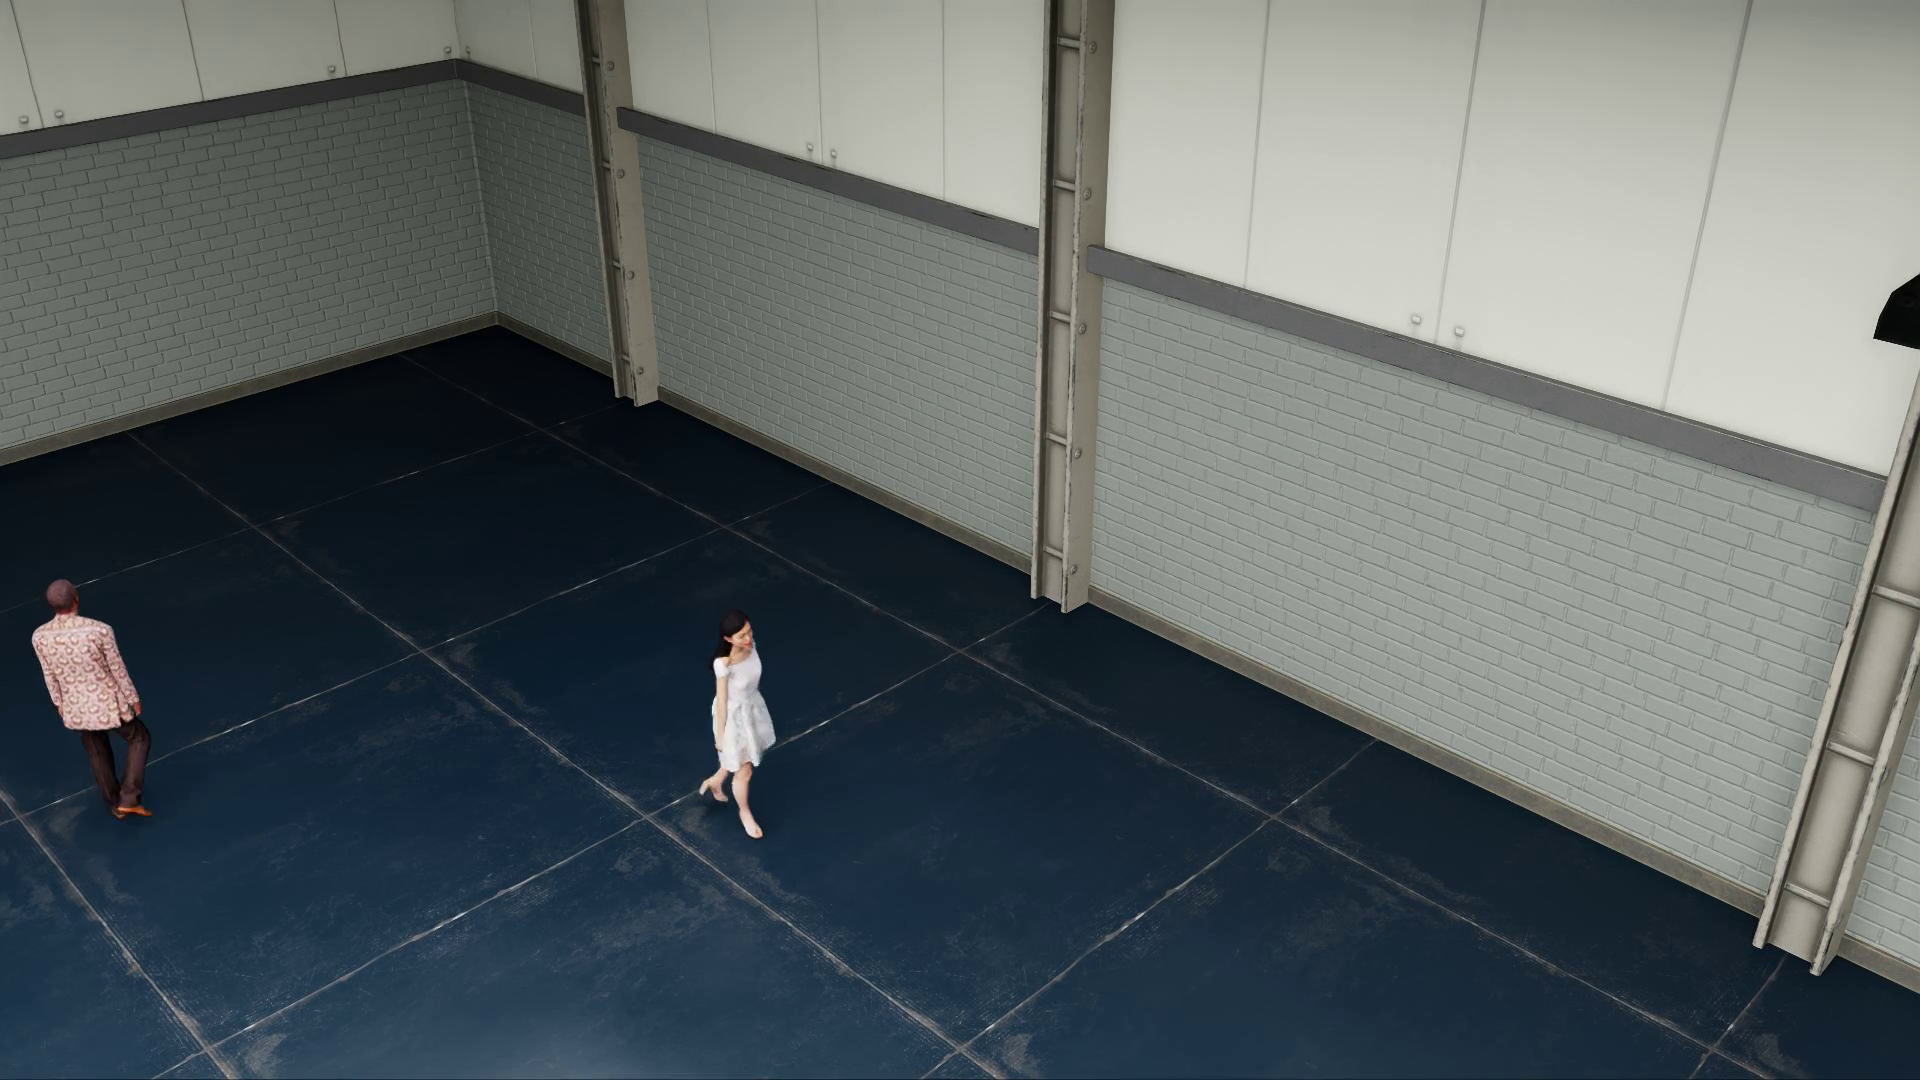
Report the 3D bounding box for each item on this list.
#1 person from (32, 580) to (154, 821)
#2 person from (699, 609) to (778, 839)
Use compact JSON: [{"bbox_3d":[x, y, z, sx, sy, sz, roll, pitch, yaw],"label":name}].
[{"bbox_3d":[-5.610,1.103,10.773,0.905,1.796,0.961,-2,28,-4],"label":"person"},{"bbox_3d":[-1.451,1.180,10.677,0.945,1.750,0.809,11,30,19],"label":"person"}]
